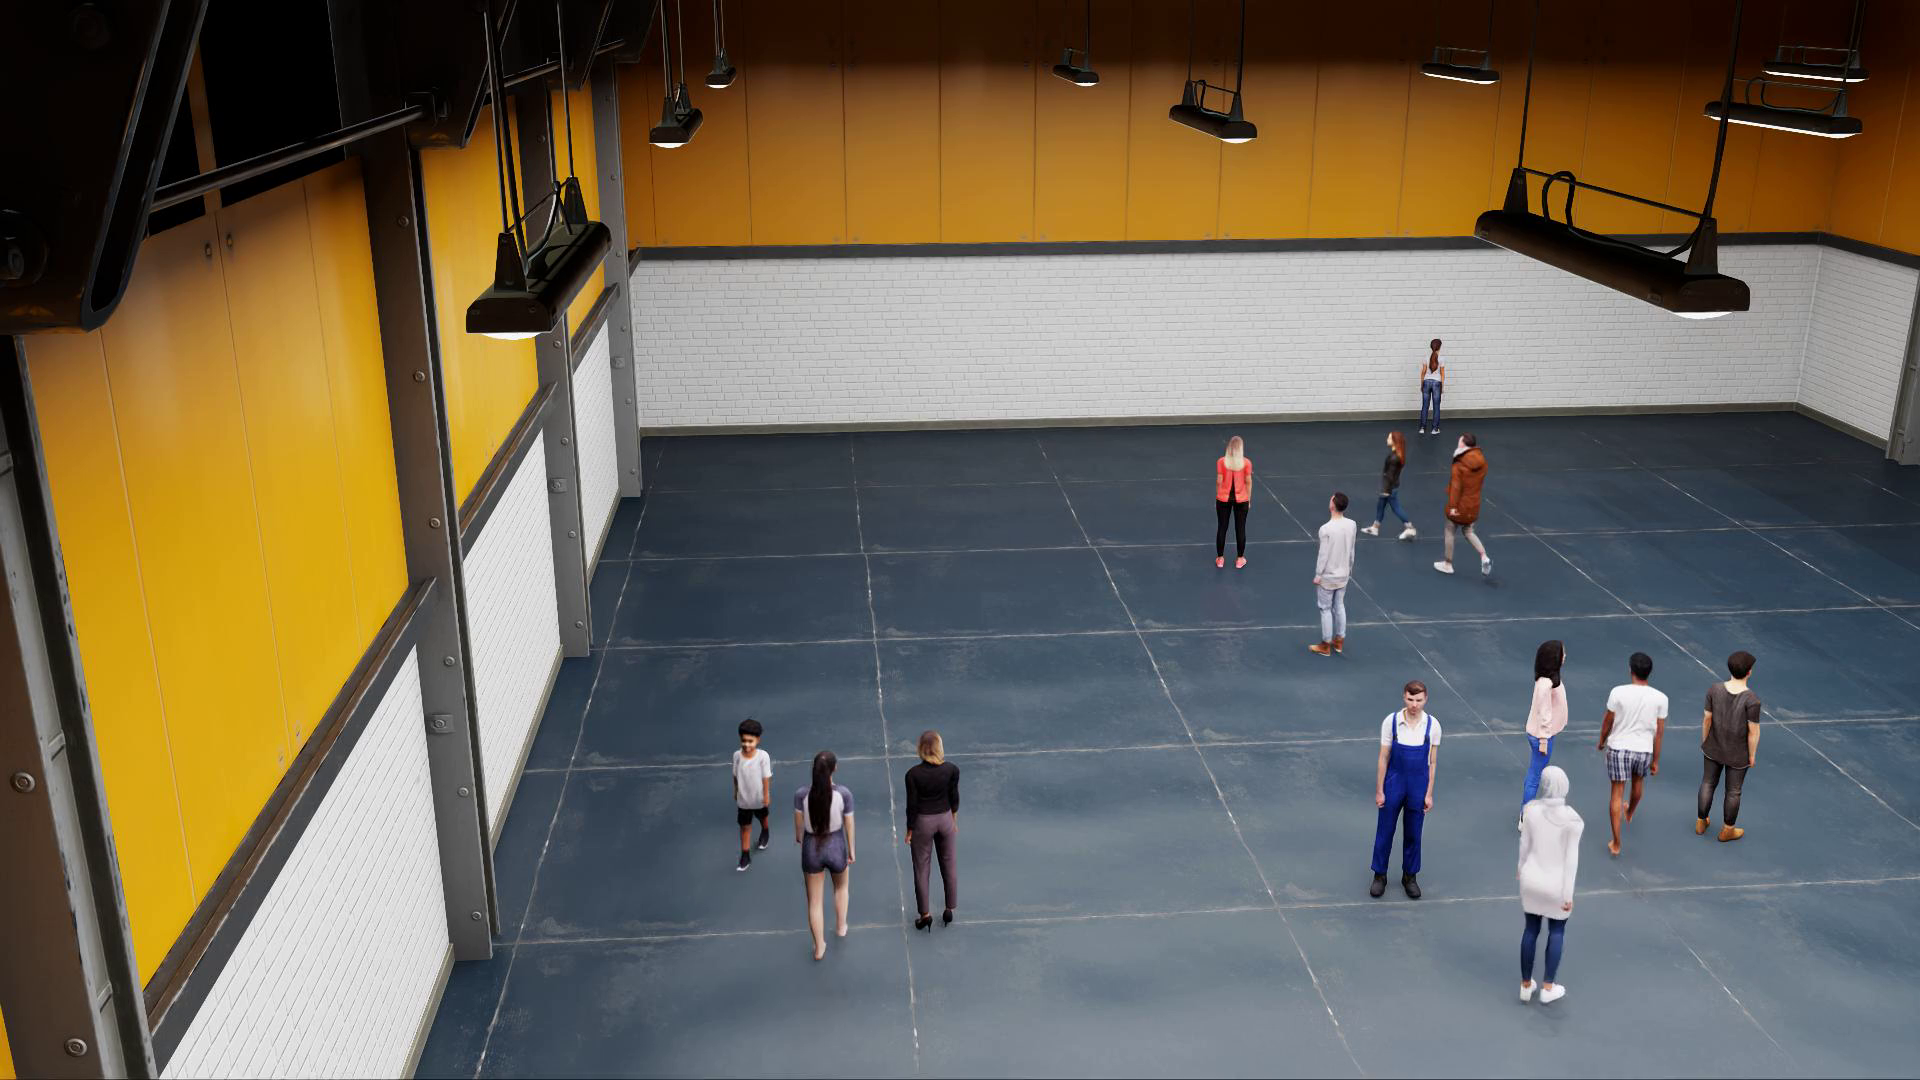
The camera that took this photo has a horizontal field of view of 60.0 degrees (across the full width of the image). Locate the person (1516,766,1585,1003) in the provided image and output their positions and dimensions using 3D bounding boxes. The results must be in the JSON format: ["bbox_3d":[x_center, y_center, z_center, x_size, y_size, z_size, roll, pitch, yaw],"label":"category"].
[{"bbox_3d":[4.190,2.509,11.924,0.833,1.745,0.771,-13,23,-34],"label":"person"}]

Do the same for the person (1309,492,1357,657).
[{"bbox_3d":[4.079,0.359,18.163,0.759,1.839,0.722,-11,22,-30],"label":"person"}]

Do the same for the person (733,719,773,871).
[{"bbox_3d":[-1.723,2.084,13.991,0.587,1.232,0.915,2,19,5],"label":"person"}]

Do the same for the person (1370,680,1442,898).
[{"bbox_3d":[3.579,1.971,13.355,0.673,1.851,0.635,2,19,7],"label":"person"}]

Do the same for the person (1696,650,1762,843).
[{"bbox_3d":[6.572,1.750,14.221,0.771,1.719,0.688,-17,25,-40],"label":"person"}]

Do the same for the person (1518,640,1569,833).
[{"bbox_3d":[5.018,1.682,14.344,0.789,1.769,0.658,8,20,22],"label":"person"}]

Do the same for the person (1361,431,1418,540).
[{"bbox_3d":[5.762,-0.703,21.918,0.862,1.454,0.975,6,19,16],"label":"person"}]

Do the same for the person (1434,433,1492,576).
[{"bbox_3d":[6.263,-0.406,20.465,0.935,1.818,1.119,-10,21,-27],"label":"person"}]

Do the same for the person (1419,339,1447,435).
[{"bbox_3d":[7.716,-2.526,27.163,0.624,1.562,0.660,9,21,26],"label":"person"}]

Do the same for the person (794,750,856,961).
[{"bbox_3d":[-1.017,2.394,12.447,0.606,1.630,0.712,-2,19,-6],"label":"person"}]

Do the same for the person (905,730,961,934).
[{"bbox_3d":[-0.206,2.247,12.824,0.647,1.668,0.610,-6,20,-18],"label":"person"}]

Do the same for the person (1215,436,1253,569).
[{"bbox_3d":[3.425,-0.484,20.893,0.650,1.694,0.619,4,19,11],"label":"person"}]

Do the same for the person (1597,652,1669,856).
[{"bbox_3d":[5.647,1.837,14.019,0.837,1.682,1.144,4,19,13],"label":"person"}]
